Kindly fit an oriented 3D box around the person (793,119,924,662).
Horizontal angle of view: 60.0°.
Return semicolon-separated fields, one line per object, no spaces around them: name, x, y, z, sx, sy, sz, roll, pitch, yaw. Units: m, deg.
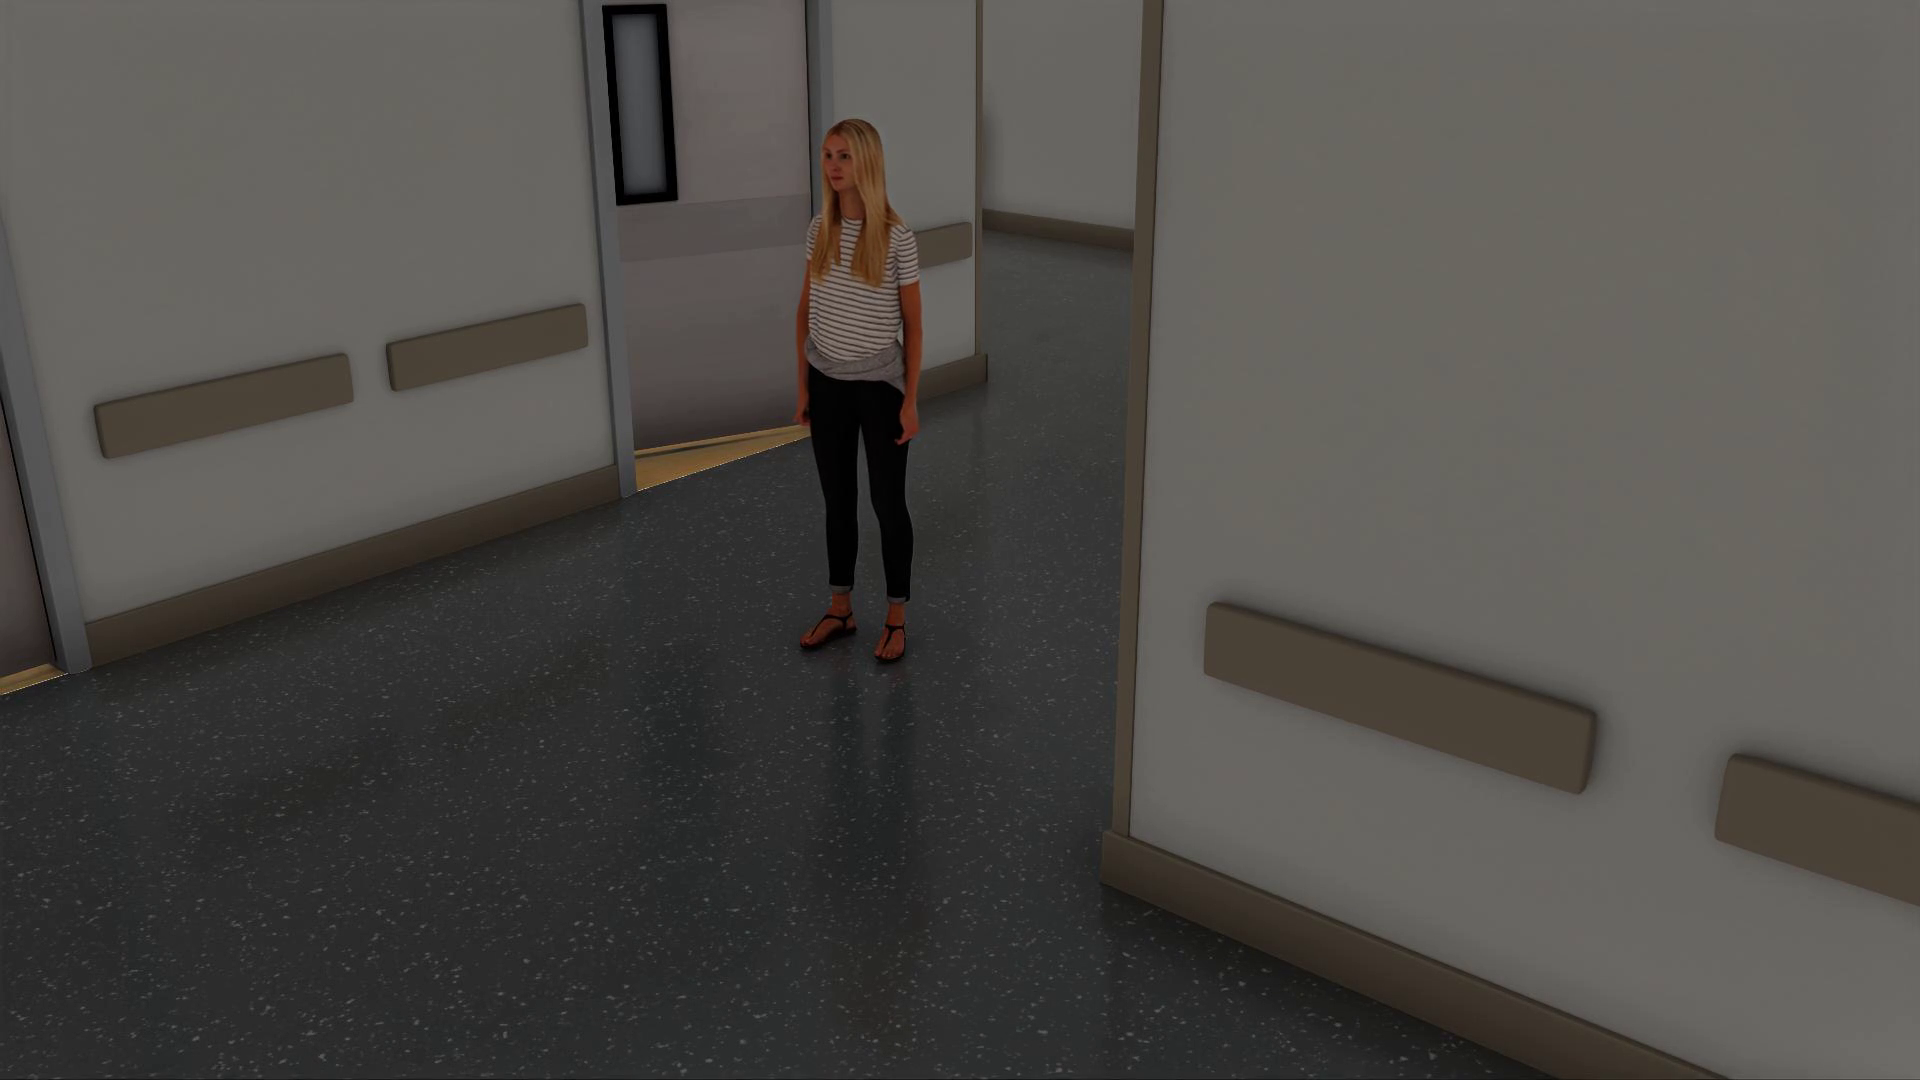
person;-0.335;-0.493;5.631;0.665;1.827;0.625;9;22;22
